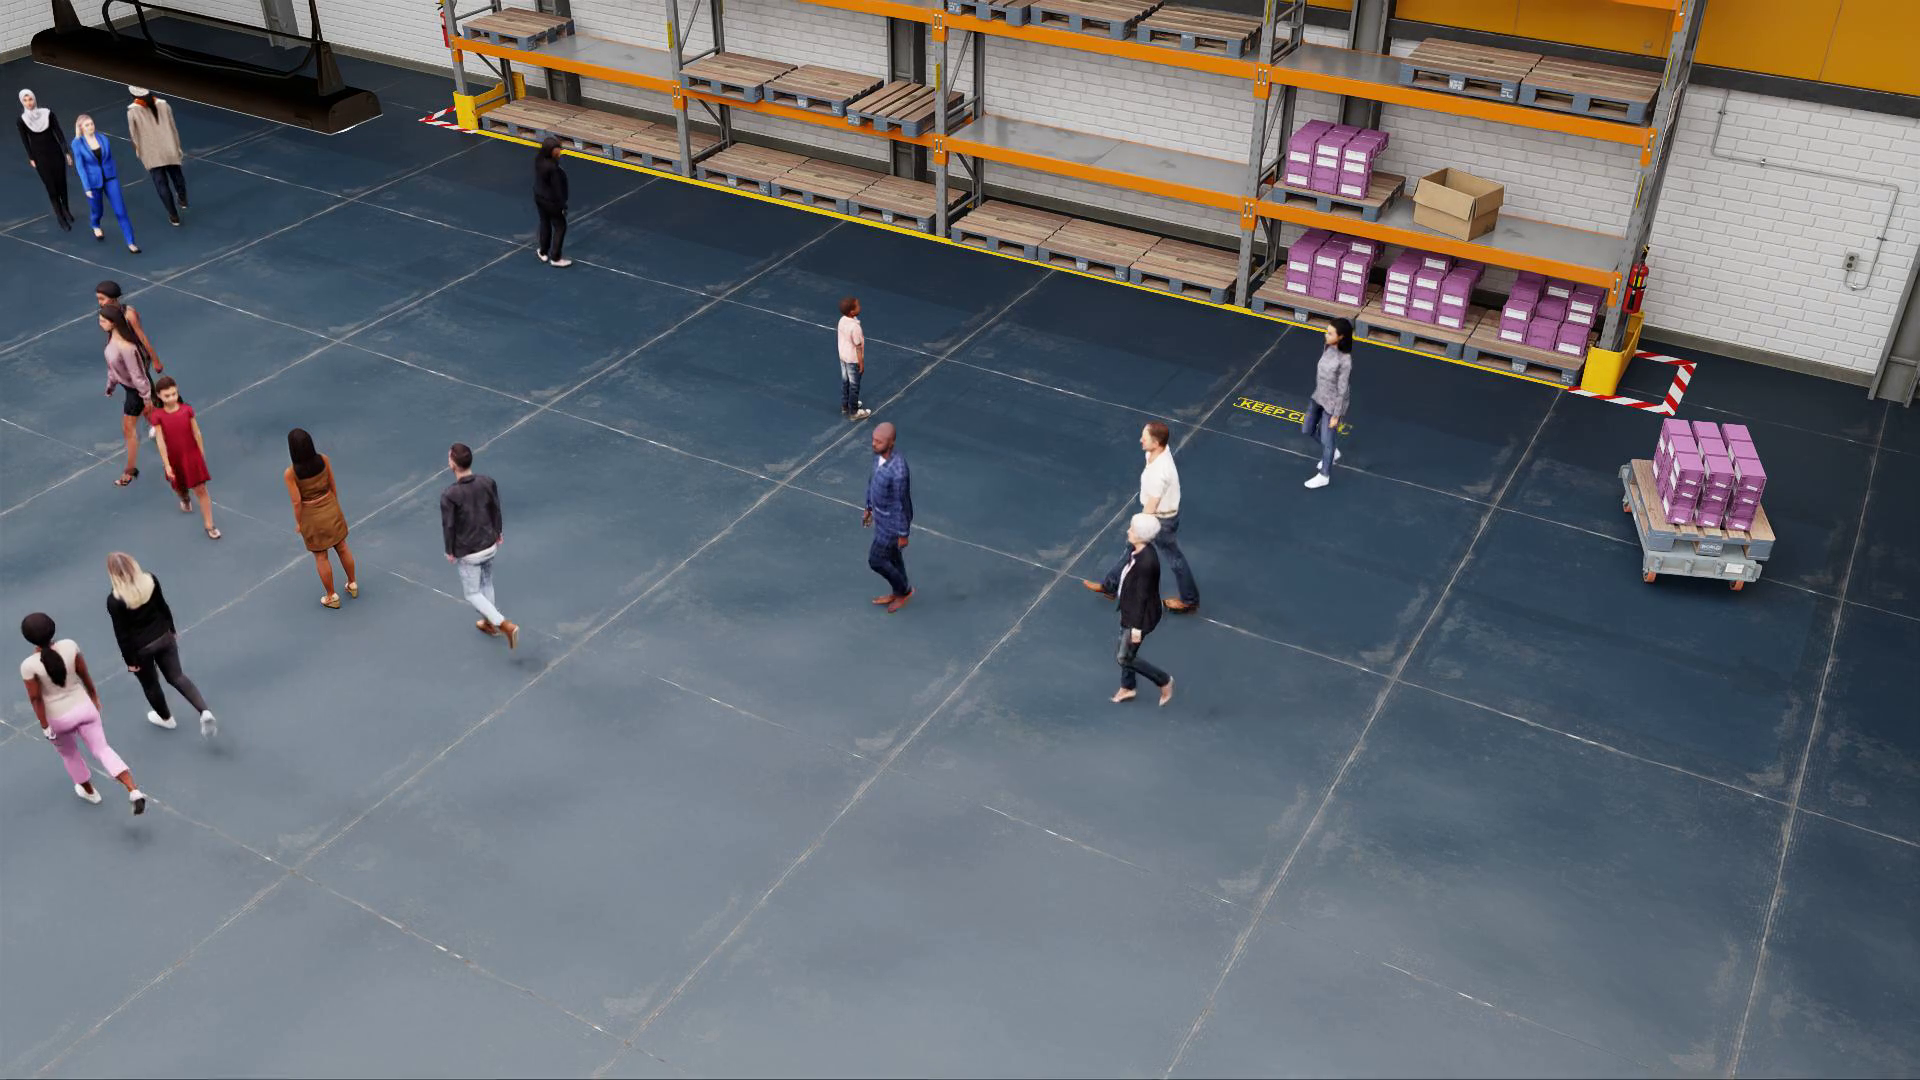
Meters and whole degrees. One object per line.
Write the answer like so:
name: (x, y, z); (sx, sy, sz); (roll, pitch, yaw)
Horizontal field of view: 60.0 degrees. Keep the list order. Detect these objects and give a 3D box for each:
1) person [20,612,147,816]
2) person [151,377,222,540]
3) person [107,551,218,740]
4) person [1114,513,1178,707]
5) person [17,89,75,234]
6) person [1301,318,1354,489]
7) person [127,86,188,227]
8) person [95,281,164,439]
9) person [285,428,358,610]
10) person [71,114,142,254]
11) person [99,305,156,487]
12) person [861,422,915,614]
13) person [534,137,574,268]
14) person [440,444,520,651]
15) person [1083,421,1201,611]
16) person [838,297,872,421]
person: (-6.169, 1.263, 11.640); (1.049, 1.723, 0.647); (23, 40, 30)
person: (-6.968, -0.777, 14.875); (0.783, 1.539, 0.979); (-21, 39, -28)
person: (-5.958, 0.818, 12.359); (0.986, 1.668, 0.605); (17, 37, 24)
person: (1.412, 0.604, 12.708); (0.930, 1.772, 0.932); (1, 34, 2)
person: (-11.302, -4.731, 20.641); (0.889, 1.742, 1.168); (-22, 40, -30)
person: (3.516, -1.283, 15.472); (0.839, 1.721, 0.777); (-12, 36, -18)
person: (-9.954, -4.826, 20.670); (0.938, 1.868, 1.128); (-21, 39, -28)
person: (-8.018, -1.793, 16.282); (0.644, 1.673, 0.707); (15, 37, 22)
person: (-5.330, -0.188, 13.852); (0.541, 1.690, 0.581); (23, 40, 31)
person: (-10.396, -4.291, 20.043); (1.165, 1.671, 0.803); (28, 43, 35)
person: (-7.600, -1.394, 15.580); (0.955, 1.785, 0.971); (-18, 38, -25)
person: (-0.501, -0.210, 13.782); (0.862, 1.805, 0.794); (-10, 35, -15)
person: (-4.904, -4.019, 19.708); (0.744, 1.589, 0.940); (25, 41, 32)
person: (-3.829, 0.095, 13.307); (1.000, 1.823, 0.760); (22, 40, 30)
person: (1.741, -0.137, 13.681); (1.317, 1.794, 1.025); (3, 34, 4)
person: (-1.100, -1.842, 16.686); (0.618, 1.308, 0.528); (-21, 39, -28)
